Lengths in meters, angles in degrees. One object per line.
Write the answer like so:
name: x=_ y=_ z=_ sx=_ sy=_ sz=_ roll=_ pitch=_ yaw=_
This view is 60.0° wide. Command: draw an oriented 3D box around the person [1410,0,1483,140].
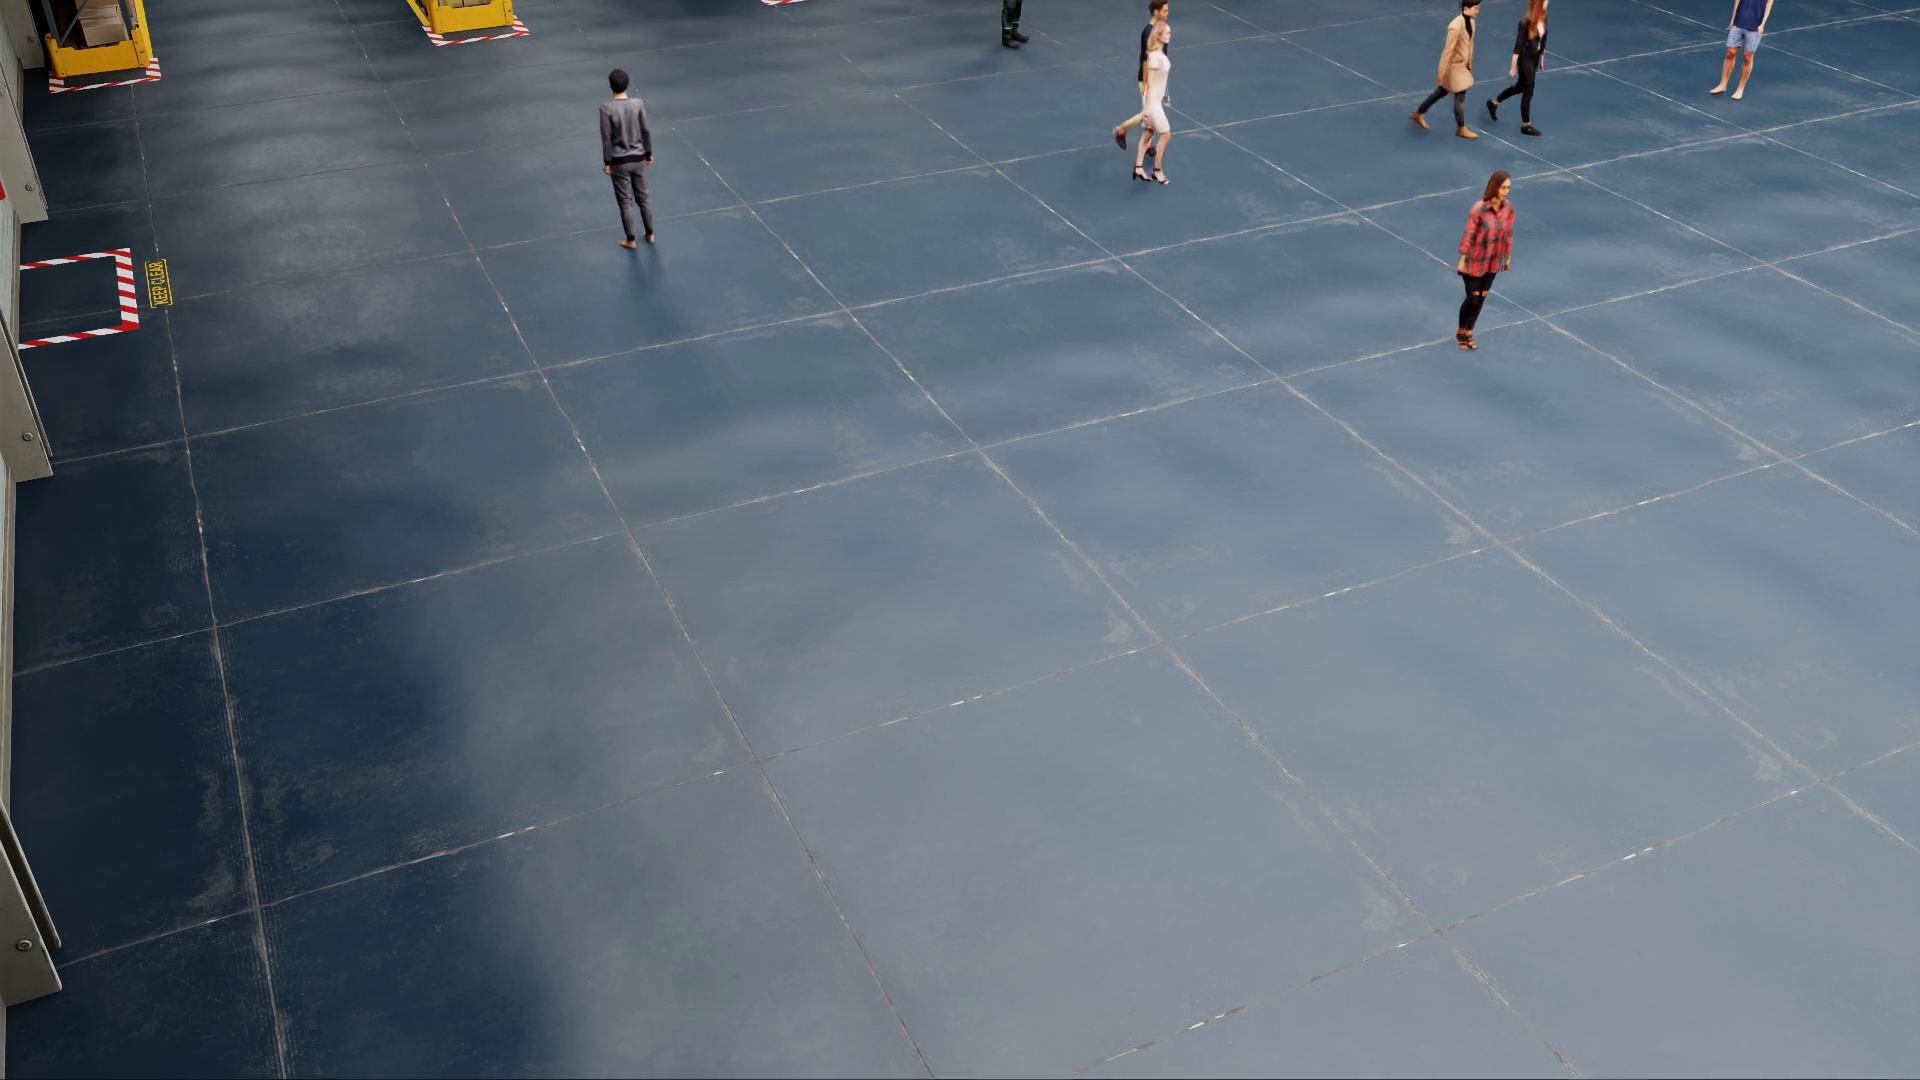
person: x=5.847 y=-5.699 z=19.950 sx=1.232 sy=1.688 sz=1.029 roll=22 pitch=39 yaw=30

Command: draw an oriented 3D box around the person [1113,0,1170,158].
person: x=2.119 y=-5.340 z=19.264 sx=1.005 sy=1.835 sz=0.939 roll=15 pitch=36 yaw=21

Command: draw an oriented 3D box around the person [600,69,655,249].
person: x=-3.409 y=-3.910 z=17.057 sx=0.718 sy=1.843 sz=0.572 roll=-19 pitch=38 yaw=-27

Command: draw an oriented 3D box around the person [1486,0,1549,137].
person: x=6.782 y=-5.785 z=20.084 sx=0.780 sy=1.687 sz=1.153 roll=-23 pitch=39 yaw=-31

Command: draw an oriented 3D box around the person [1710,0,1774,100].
person: x=10.031 y=-6.576 z=21.153 sx=0.737 sy=1.848 sz=0.595 roll=-26 pitch=41 yaw=-34

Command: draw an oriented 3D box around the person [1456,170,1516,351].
person: x=4.705 y=-2.557 z=15.117 sx=0.657 sy=1.691 sz=0.628 roll=-10 pitch=34 yaw=-15

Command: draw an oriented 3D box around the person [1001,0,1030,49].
person: x=0.754 y=-7.855 z=23.070 sx=0.801 sy=1.901 sz=0.765 roll=15 pitch=36 yaw=21

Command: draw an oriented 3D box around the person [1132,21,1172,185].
person: x=2.076 y=-4.875 z=18.568 sx=0.836 sy=1.814 sz=0.776 roll=9 pitch=34 yaw=14
